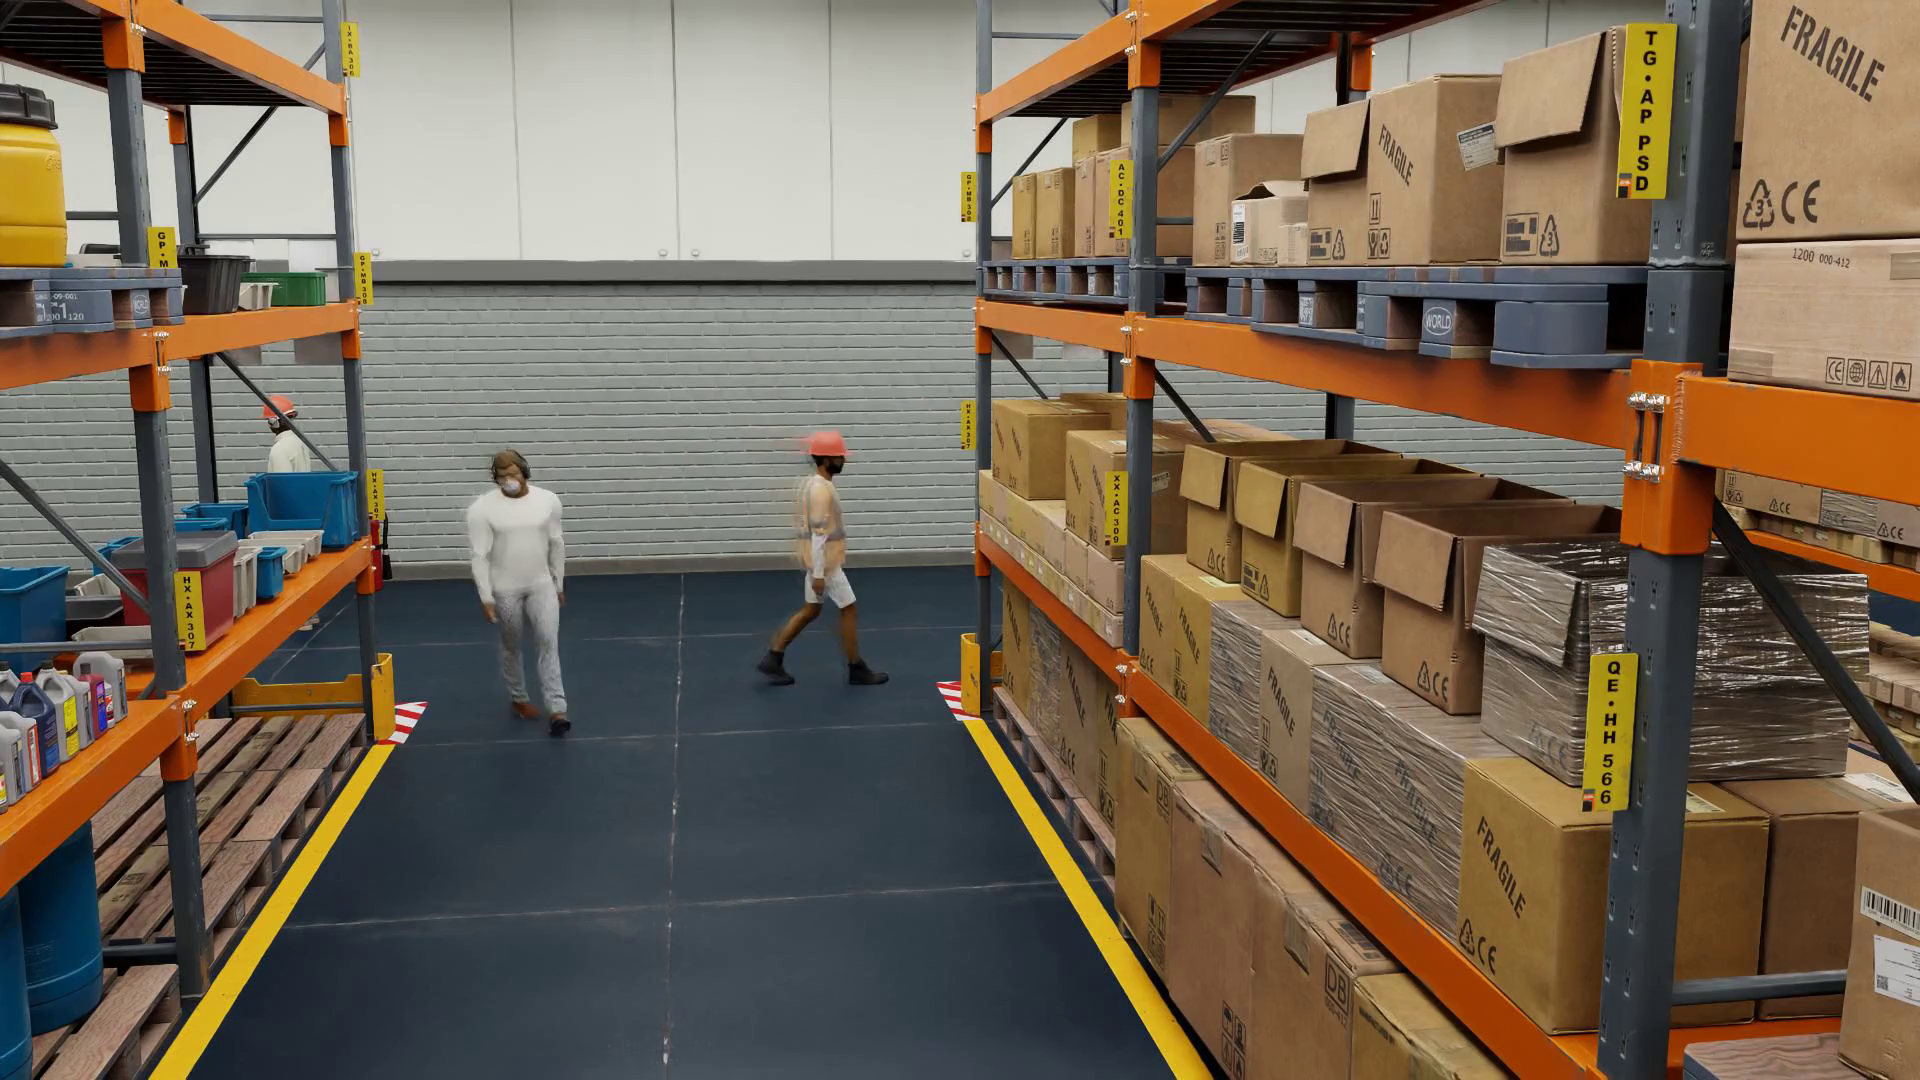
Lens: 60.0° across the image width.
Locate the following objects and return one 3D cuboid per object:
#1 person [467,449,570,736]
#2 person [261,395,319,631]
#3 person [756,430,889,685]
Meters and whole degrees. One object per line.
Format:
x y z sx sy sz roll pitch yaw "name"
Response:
-2.858 0.342 10.884 0.645 1.874 1.038 -5 11 -29 "person"
-5.655 -0.224 14.031 0.391 1.991 0.613 -1 9 -4 "person"
-1.033 0.139 12.088 0.949 1.901 0.553 -1 9 -9 "person"
